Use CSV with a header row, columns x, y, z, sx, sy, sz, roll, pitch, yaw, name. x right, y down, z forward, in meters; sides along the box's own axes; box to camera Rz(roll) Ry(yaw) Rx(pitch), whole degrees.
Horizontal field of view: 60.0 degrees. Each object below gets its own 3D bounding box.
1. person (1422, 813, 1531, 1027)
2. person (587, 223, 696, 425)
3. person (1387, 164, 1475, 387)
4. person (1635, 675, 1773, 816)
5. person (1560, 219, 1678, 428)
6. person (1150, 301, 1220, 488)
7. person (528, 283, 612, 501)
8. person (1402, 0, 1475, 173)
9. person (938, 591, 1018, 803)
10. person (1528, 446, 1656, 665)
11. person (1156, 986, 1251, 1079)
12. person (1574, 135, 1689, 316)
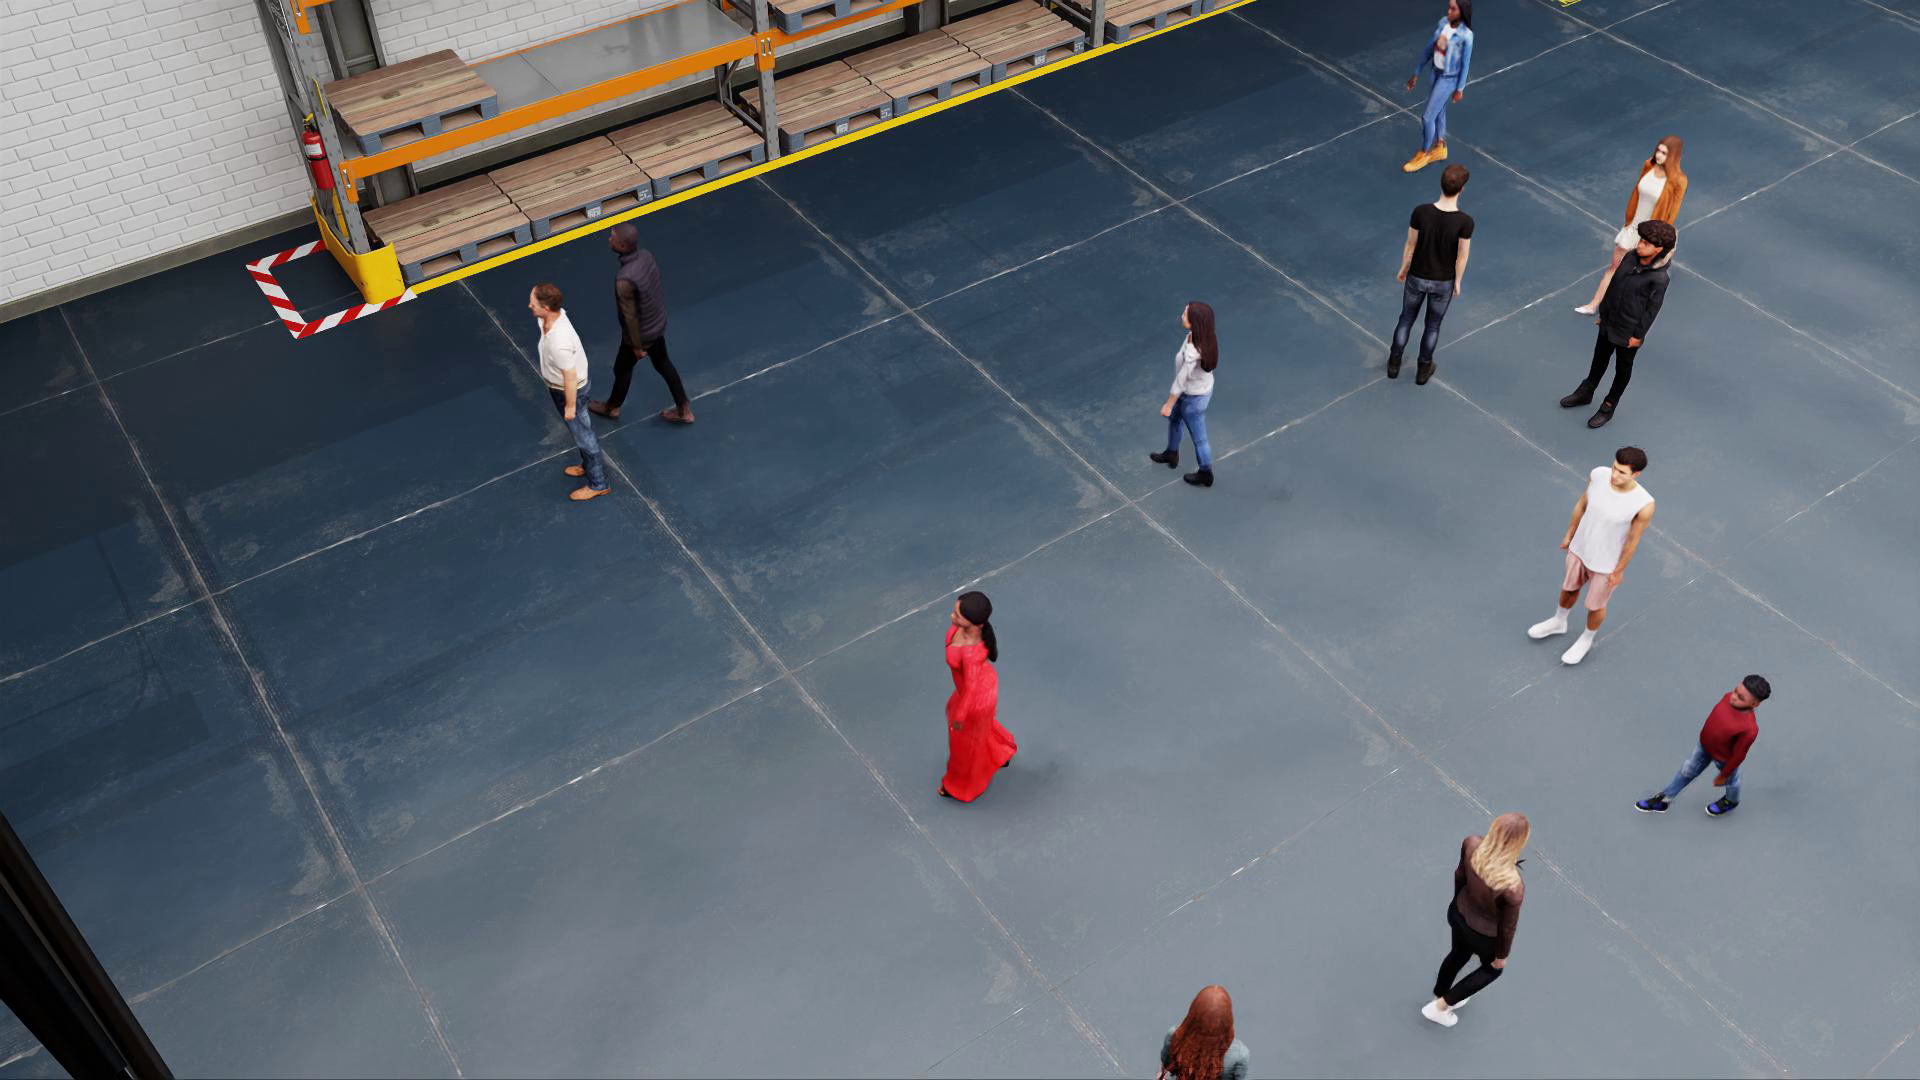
x,y,z,sx,sy,sz,roll,pitch,yaw,name
2.677,2.073,8.841,0.678,1.689,0.680,-16,46,-16,person
-2.312,-1.572,12.584,1.164,1.804,1.143,9,44,10,person
3.691,-2.057,13.027,0.733,1.894,0.722,21,47,20,person
4.654,1.263,10.031,0.954,1.221,0.746,-7,44,-8,person
5.090,-1.685,12.718,0.641,1.781,0.648,-19,47,-19,person
1.795,-1.027,12.152,0.879,1.611,0.840,13,45,14,person
-2.808,-1.089,12.041,0.678,1.853,0.731,-11,45,-12,person
4.579,-4.283,15.508,0.841,1.695,0.711,-15,45,-15,person
0.134,0.922,9.987,0.898,1.774,0.839,-1,44,-1,person
4.189,0.072,10.872,0.559,1.785,0.644,-23,48,-22,person
1.154,2.774,8.071,0.721,1.736,0.752,15,46,15,person
5.747,-2.604,13.753,0.998,1.685,0.634,-25,49,-24,person
